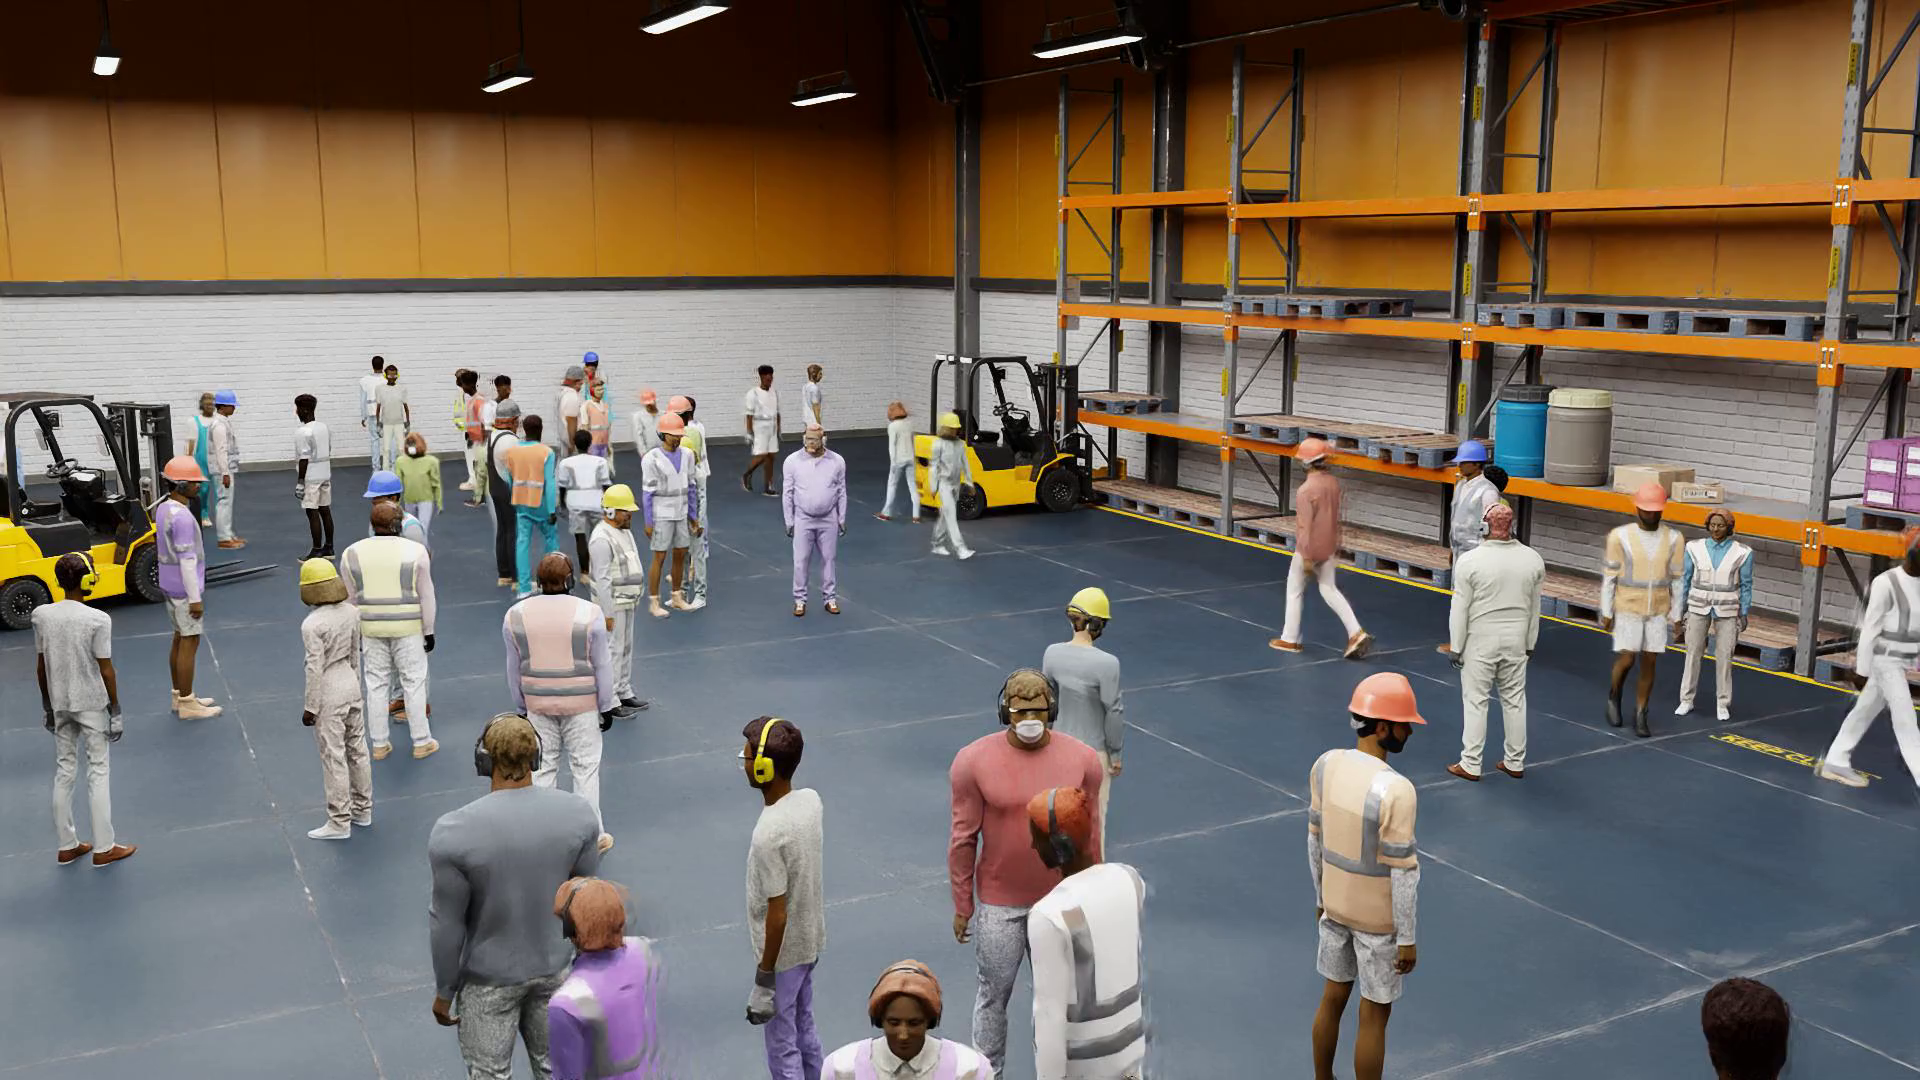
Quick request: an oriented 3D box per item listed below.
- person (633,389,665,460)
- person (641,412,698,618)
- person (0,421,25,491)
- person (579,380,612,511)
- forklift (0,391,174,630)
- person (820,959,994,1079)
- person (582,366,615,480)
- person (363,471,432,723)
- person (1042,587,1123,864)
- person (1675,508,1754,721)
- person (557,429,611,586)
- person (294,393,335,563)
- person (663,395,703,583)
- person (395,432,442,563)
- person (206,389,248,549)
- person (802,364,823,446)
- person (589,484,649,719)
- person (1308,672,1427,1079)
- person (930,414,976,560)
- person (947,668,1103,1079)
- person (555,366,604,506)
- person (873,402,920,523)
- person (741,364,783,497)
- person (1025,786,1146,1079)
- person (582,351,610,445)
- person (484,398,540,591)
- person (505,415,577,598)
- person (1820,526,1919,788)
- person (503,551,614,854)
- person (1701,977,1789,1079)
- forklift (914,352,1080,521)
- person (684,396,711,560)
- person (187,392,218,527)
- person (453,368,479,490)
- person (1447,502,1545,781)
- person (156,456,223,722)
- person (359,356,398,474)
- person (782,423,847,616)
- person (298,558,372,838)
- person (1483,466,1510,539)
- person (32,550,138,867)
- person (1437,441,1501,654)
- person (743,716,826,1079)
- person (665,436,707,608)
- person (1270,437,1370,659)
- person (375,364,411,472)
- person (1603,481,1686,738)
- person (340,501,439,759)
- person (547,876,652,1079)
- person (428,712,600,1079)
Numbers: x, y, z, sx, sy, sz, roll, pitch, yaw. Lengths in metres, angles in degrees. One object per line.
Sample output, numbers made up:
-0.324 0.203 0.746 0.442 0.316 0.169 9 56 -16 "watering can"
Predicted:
-4.160 -1.210 22.784 0.558 1.700 0.818 -6 11 -30 "person"
-2.826 -0.245 16.337 0.438 2.030 0.621 8 13 39 "person"
-10.699 -0.528 18.513 0.624 1.830 0.405 2 10 10 "person"
-4.983 -1.274 22.755 0.396 1.847 0.564 4 11 22 "person"
-9.026 -0.363 16.508 1.214 2.155 2.313 6 11 29 "forklift"
-0.147 1.965 4.741 0.513 1.630 0.318 0 10 1 "person"
-5.649 -1.816 25.990 0.516 1.805 0.613 -1 10 -7 "person"
-4.307 0.428 12.709 0.601 1.939 0.410 8 12 37 "person"
0.684 1.133 9.162 0.526 1.758 0.340 9 13 42 "person"
5.785 0.563 12.777 0.522 1.640 0.306 6 11 29 "person"
-4.072 -0.365 17.998 0.552 1.668 0.683 -4 11 -23 "person"
-7.461 -0.712 19.177 0.367 1.966 0.605 2 10 10 "person"
-3.019 -0.550 18.063 0.397 2.035 0.601 3 10 15 "person"
-6.035 -0.428 18.568 0.514 1.601 0.764 0 10 1 "person"
-8.854 -0.847 20.066 0.422 1.934 0.615 -4 11 -21 "person"
-2.267 -1.805 25.824 0.345 1.844 0.504 -5 11 -25 "person"
-2.631 0.469 12.802 0.403 1.821 0.602 1 10 6 "person"
1.644 1.476 6.679 0.369 1.930 0.551 -5 11 -28 "person"
-0.053 -0.619 19.409 0.877 1.703 0.493 9 13 43 "person"
0.267 1.461 6.743 0.635 1.939 0.364 -1 10 -8 "person"
-5.351 -1.471 23.334 0.890 2.000 0.686 -5 11 -27 "person"
-0.807 -1.027 22.093 0.696 1.591 0.527 9 13 41 "person"
-2.899 -1.604 24.346 0.526 1.954 0.609 9 13 42 "person"
0.371 1.708 5.599 0.938 1.830 0.619 9 13 42 "person"
-6.038 -2.152 27.555 0.416 1.939 0.604 3 10 18 "person"
-4.722 -0.489 17.680 0.539 2.000 0.689 -8 12 -37 "person"
-4.407 -0.374 17.443 0.612 1.887 0.817 3 10 19 "person"
6.146 0.809 10.831 0.601 1.829 1.015 -6 12 -33 "person"
-2.343 0.975 9.822 0.627 1.844 0.429 1 10 3 "person"
1.799 1.993 3.906 0.608 1.879 0.707 7 12 35 "person"
0.460 -1.461 22.833 2.313 2.155 1.214 -5 11 -28 "forklift"
-3.092 -0.707 19.283 0.379 1.917 0.591 1 10 6 "person"
-9.642 -1.000 21.351 0.522 1.800 0.968 -7 12 -37 "person"
-7.433 -1.679 25.150 0.429 1.830 0.636 -3 10 -18 "person"
3.618 0.690 11.318 0.641 1.899 0.394 -2 10 -11 "person"
-5.930 0.365 12.788 0.396 2.034 0.610 -7 12 -36 "person"
-9.303 -1.996 26.706 0.599 1.917 0.376 -4 10 -20 "person"
-1.421 -0.201 16.414 0.650 1.904 0.404 -3 10 -15 "person"
-3.861 0.963 10.197 0.308 1.736 0.484 3 10 15 "person"
4.723 0.184 14.795 0.318 1.697 0.533 5 11 26 "person"
-5.129 0.987 9.714 0.512 1.861 0.325 1 10 8 "person"
4.469 0.096 14.578 0.404 1.945 0.614 -2 10 -13 "person"
-0.669 1.577 6.280 0.309 1.868 0.535 3 10 15 "person"
-2.762 -0.177 16.738 0.483 1.745 0.299 7 12 34 "person"
3.199 0.074 14.684 0.612 1.963 0.912 -8 13 -39 "person"
-8.720 -1.769 25.580 0.509 1.860 0.334 -5 11 -25 "person"
5.051 0.513 12.286 0.544 1.923 0.401 1 10 5 "person"
-4.012 0.642 11.759 0.624 1.838 0.430 0 10 -2 "person"
-1.094 1.871 5.369 0.741 1.620 0.528 5 11 25 "person"
-1.618 1.580 6.106 0.635 1.928 0.382 -7 12 -36 "person"
